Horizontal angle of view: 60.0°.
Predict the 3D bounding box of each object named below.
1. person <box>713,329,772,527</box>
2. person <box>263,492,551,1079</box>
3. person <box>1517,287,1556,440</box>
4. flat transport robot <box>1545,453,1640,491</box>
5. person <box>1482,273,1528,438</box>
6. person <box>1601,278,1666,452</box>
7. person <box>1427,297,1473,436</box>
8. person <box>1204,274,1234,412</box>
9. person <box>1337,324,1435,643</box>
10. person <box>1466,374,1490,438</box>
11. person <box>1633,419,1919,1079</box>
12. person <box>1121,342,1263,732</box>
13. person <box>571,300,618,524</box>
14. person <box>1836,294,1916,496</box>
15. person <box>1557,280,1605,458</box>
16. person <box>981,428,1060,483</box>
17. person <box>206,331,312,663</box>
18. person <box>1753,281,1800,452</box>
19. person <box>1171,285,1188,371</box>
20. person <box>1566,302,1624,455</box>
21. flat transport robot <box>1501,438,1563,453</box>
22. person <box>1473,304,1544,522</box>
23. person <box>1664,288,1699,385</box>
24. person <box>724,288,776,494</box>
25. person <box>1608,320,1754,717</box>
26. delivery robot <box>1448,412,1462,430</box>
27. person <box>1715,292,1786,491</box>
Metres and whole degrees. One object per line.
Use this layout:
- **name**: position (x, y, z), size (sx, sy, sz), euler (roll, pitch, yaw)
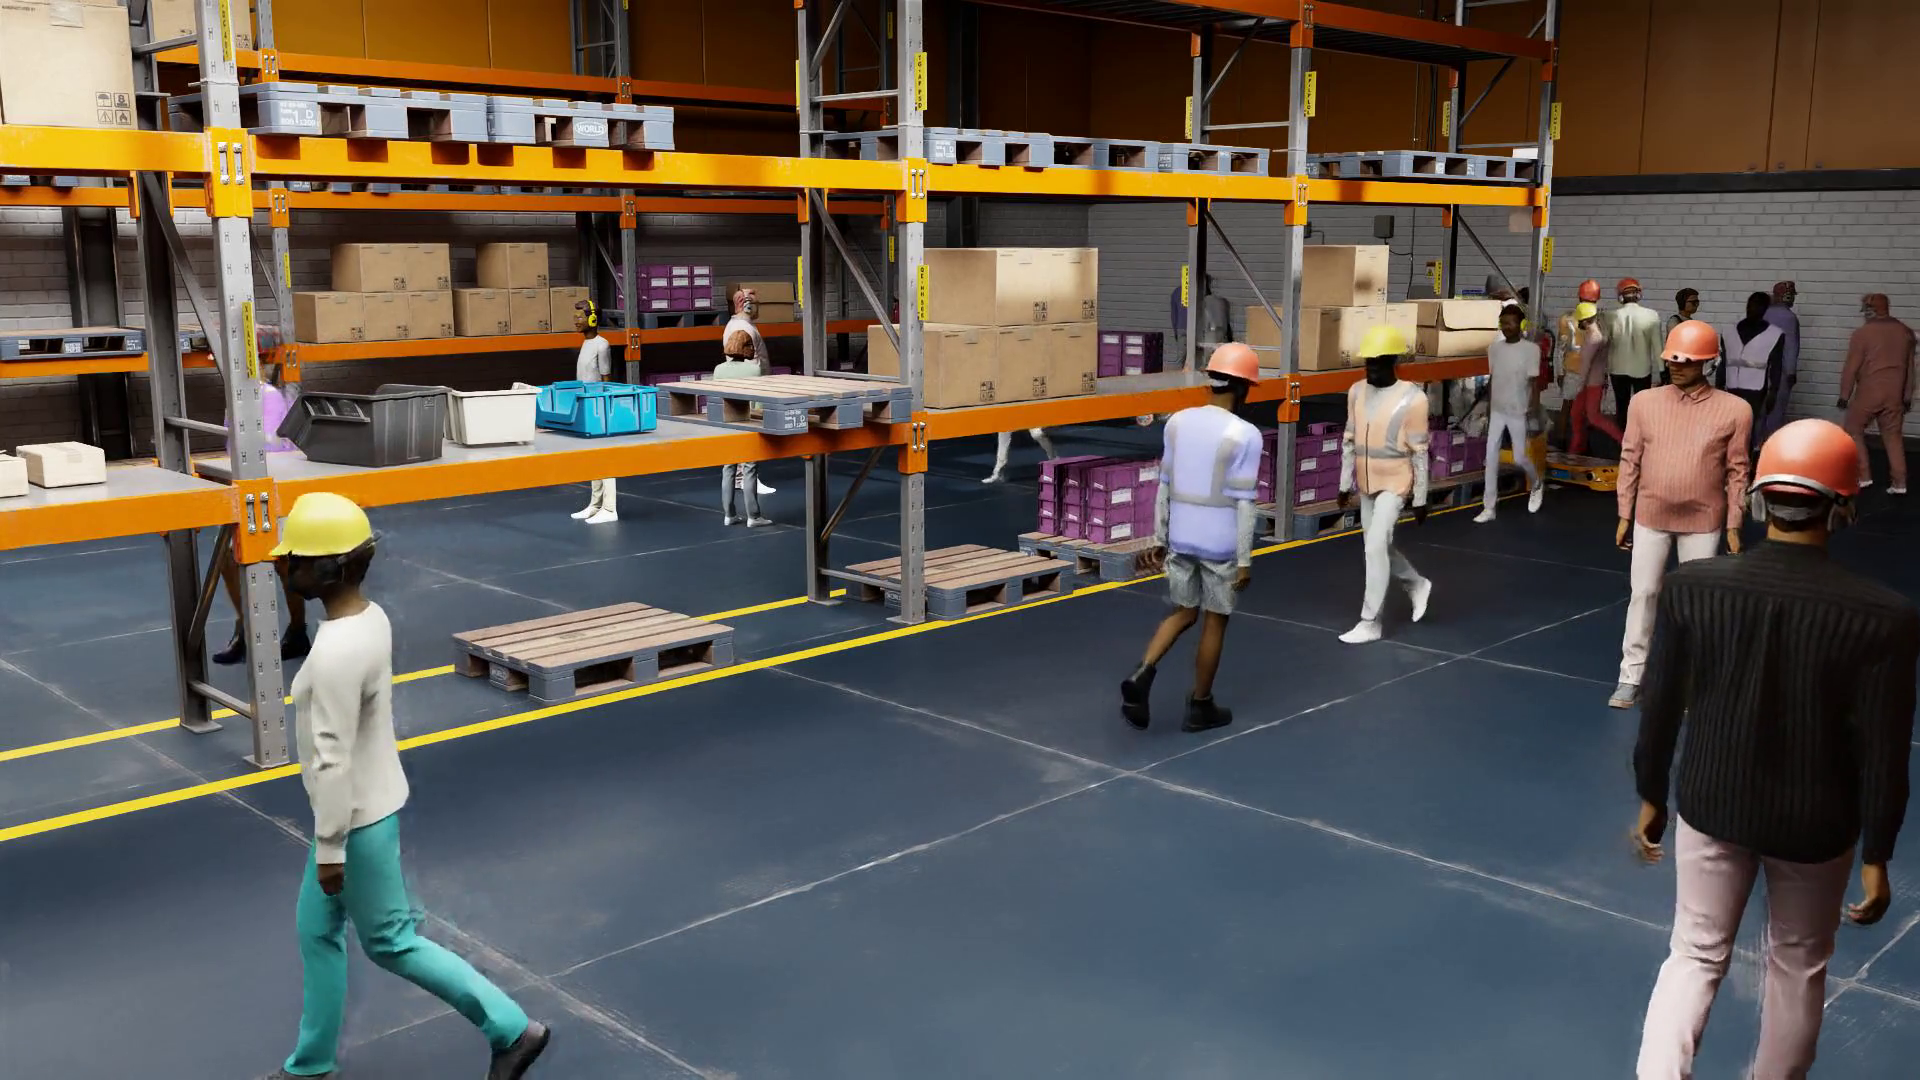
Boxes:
- **person**: position (-1.807, -0.921, 13.774), size (0.497, 1.634, 0.278), euler (6, 12, 29)
- **person**: position (-1.579, 0.724, 4.528), size (0.811, 1.740, 0.527), euler (-2, 11, -10)
- **person**: position (6.546, -2.001, 19.130), size (0.550, 1.828, 0.655), euler (-6, 12, -30)
- **flat transport robot**: position (5.995, -0.681, 16.185), size (0.652, 0.197, 1.431), euler (-5, 12, -25)
- **person**: position (5.841, -1.906, 18.036), size (0.697, 2.000, 0.693), euler (-3, 11, -13)
- **person**: position (7.106, -1.787, 17.606), size (0.673, 1.956, 0.517), euler (5, 11, 24)
- **person**: position (5.313, -1.761, 18.062), size (0.916, 1.762, 0.605), euler (-2, 11, -12)
- **person**: position (3.275, -2.500, 21.565), size (0.696, 1.928, 0.541), euler (-5, 12, -28)
- **person**: position (2.601, -0.350, 9.978), size (0.809, 1.896, 0.617), euler (-6, 12, -29)
- **person**: position (5.506, -1.611, 17.547), size (0.338, 1.629, 0.557), euler (4, 11, 21)
- **person**: position (1.954, 0.690, 4.092), size (0.634, 1.973, 0.870), euler (8, 13, 38)
- **person**: position (1.132, 0.022, 7.905), size (0.674, 1.902, 0.600), euler (-9, 14, -42)
- **person**: position (-3.087, -1.076, 13.979), size (0.329, 1.872, 0.511), euler (-7, 12, -32)
- **person**: position (8.543, -1.340, 15.434), size (0.685, 1.870, 0.523), euler (-2, 11, -11)
- **person**: position (6.716, -1.832, 17.940), size (0.542, 1.929, 0.368), euler (1, 10, 3)
- **person**: position (0.651, -1.351, 16.252), size (0.862, 1.589, 0.496), euler (-6, 12, -31)
- **person**: position (-3.964, -0.237, 9.266), size (0.546, 1.913, 0.657), euler (8, 13, 38)
- **person**: position (8.990, -1.883, 18.275), size (0.409, 1.907, 0.651), euler (-1, 10, -8)
- **person**: position (3.439, -3.121, 24.947), size (0.370, 1.938, 0.627), euler (-9, 14, -41)
- **person**: position (6.734, -1.650, 17.517), size (0.744, 1.717, 0.519), euler (3, 11, 17)
- **flat transport robot**: position (5.711, -0.941, 17.603), size (0.652, 0.197, 1.431), euler (-3, 11, -14)
- **person**: position (4.696, -1.080, 14.089), size (0.801, 1.847, 0.520), euler (-9, 14, -41)
- **person**: position (7.747, -1.778, 17.873), size (0.345, 1.846, 0.508), euler (10, 14, 43)
- **person**: position (-1.974, -1.390, 15.579), size (0.408, 1.913, 0.641), euler (-5, 11, -25)
- **person**: position (3.605, -0.103, 8.346), size (0.610, 1.989, 0.392), euler (6, 12, 32)
- **delivery robot**: position (5.277, -1.306, 18.564), size (0.477, 0.478, 0.707), euler (-4, 11, -19)
- **person**: position (7.374, -1.387, 15.630), size (0.453, 1.884, 0.625), euler (-8, 13, -39)
